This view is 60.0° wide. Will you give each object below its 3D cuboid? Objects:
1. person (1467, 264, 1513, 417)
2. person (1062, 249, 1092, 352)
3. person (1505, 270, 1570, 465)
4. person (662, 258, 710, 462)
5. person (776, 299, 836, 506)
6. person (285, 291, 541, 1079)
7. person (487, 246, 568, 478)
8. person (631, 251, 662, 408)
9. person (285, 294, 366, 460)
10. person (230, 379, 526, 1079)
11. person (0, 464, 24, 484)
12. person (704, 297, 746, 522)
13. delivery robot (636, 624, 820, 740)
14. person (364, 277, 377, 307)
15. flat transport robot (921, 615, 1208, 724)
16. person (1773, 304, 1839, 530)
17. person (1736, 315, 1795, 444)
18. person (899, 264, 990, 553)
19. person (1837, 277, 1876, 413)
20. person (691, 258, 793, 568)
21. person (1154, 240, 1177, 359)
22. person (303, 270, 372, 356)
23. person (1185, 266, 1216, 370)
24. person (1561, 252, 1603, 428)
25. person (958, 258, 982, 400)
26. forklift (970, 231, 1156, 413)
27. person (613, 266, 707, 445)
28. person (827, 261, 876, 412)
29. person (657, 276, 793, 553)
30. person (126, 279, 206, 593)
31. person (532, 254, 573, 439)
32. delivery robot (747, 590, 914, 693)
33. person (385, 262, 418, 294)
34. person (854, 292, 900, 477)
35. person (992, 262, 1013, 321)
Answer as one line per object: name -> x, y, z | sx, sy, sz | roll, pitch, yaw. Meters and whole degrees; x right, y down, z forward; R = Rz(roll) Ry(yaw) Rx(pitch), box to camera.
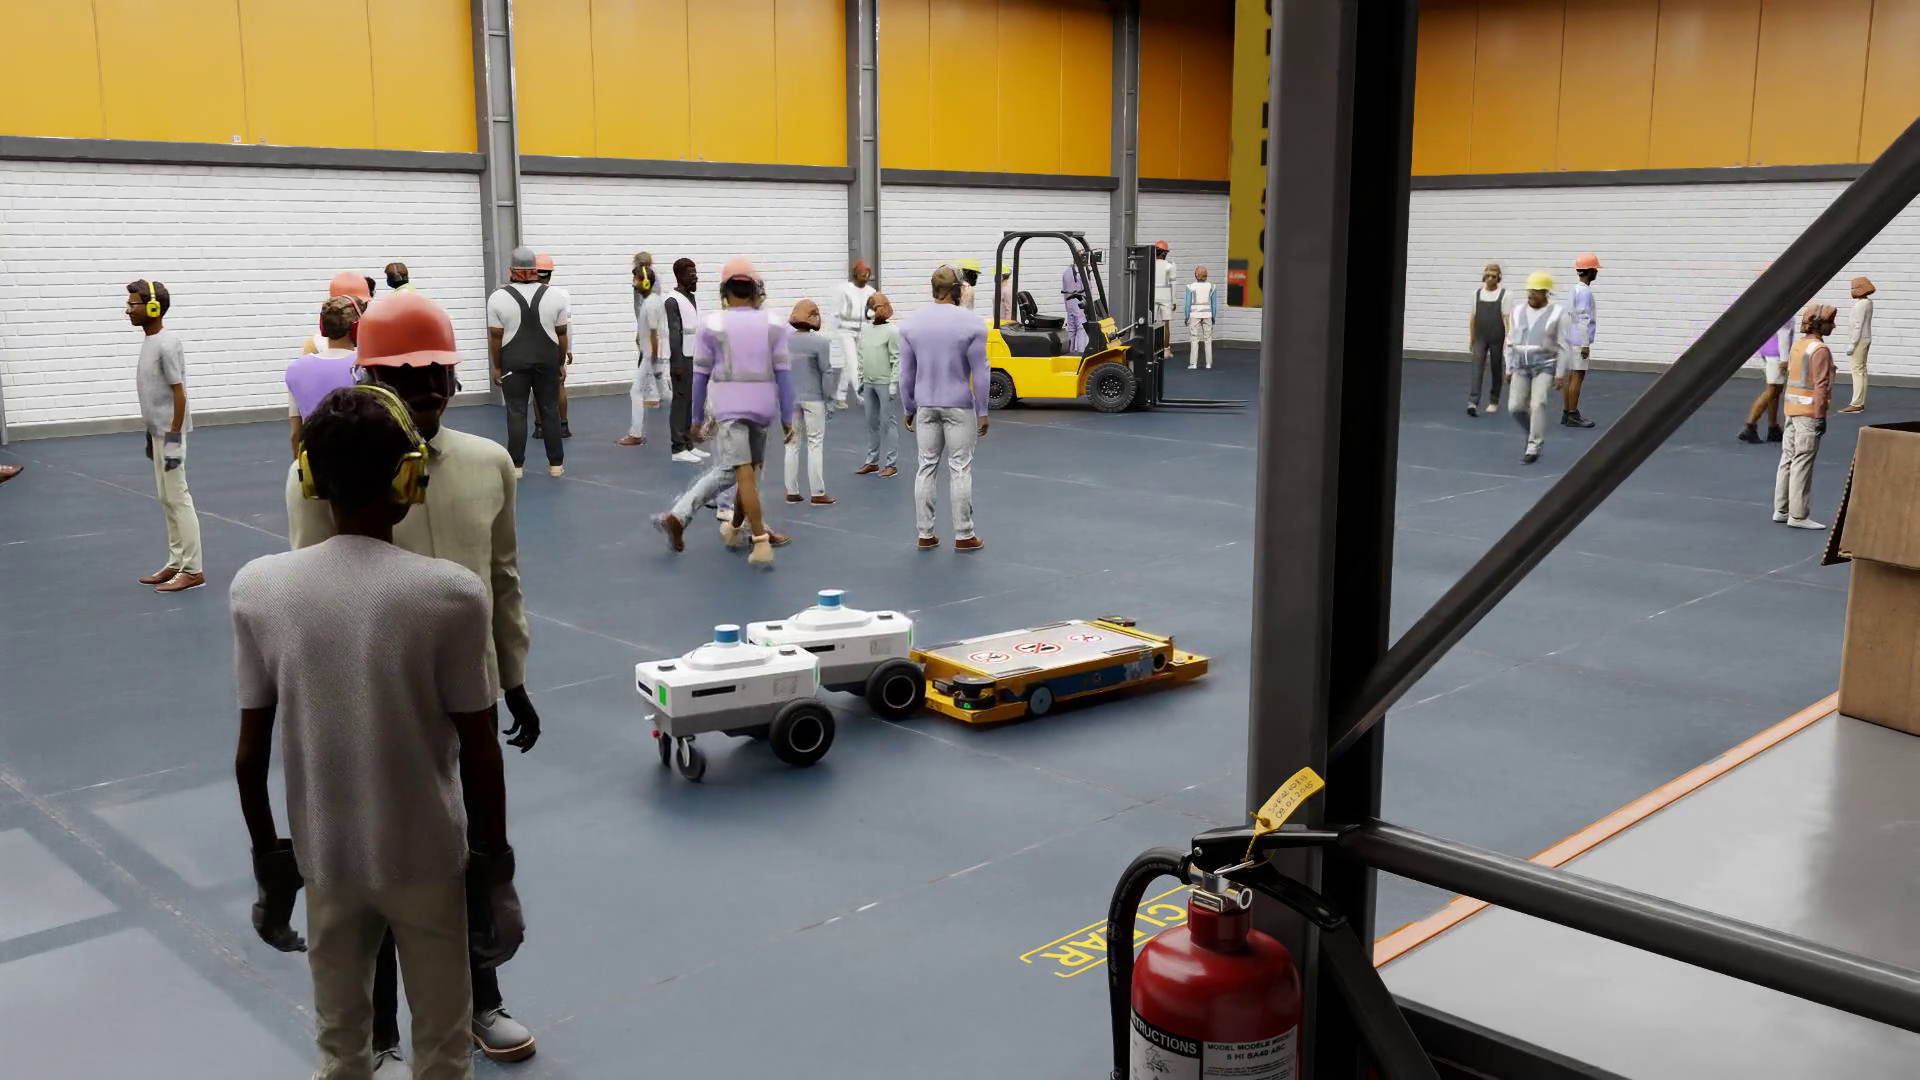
person -> 6.271, -2.360, 19.697 | 0.525, 1.788, 1.024 | 6, 12, 30
person -> 1.942, -3.752, 26.972 | 0.409, 1.909, 0.643 | -7, 12, -33
person -> 5.413, -1.619, 15.606 | 0.592, 1.816, 0.546 | 10, 14, 43
person -> -2.621, -1.709, 15.796 | 0.389, 1.919, 0.592 | 1, 10, 7
person -> -1.221, -1.088, 13.190 | 0.507, 1.631, 0.271 | 5, 12, 27
person -> -1.343, 0.386, 4.164 | 0.611, 1.996, 0.379 | -10, 15, -44
person -> -3.823, -1.573, 14.719 | 0.684, 2.000, 0.538 | -4, 11, -22
person -> -3.882, -2.592, 20.610 | 0.388, 1.930, 0.650 | 1, 10, 3
person -> -3.011, -0.280, 8.210 | 0.565, 1.842, 0.388 | 1, 10, 6
person -> -1.094, 0.634, 3.170 | 0.533, 1.864, 0.310 | 1, 10, 4
person -> -8.453, -1.326, 13.851 | 0.678, 1.855, 0.965 | 8, 13, 37
person -> -1.754, -1.018, 12.504 | 0.503, 1.744, 0.675 | 0, 10, 2
delivery robot -> -0.940, 0.587, 6.742 | 0.707, 0.478, 0.477 | -6, 12, -28
person -> -6.670, -2.129, 18.792 | 0.545, 1.652, 0.832 | 2, 10, 8
flat transport robot -> 0.424, 0.584, 7.791 | 1.431, 0.197, 0.652 | -8, 13, -36
person -> 6.194, -0.902, 12.166 | 0.312, 1.636, 0.518 | 1, 10, 5
person -> 8.354, -1.933, 17.052 | 0.519, 1.947, 0.555 | 2, 11, 11
person -> -0.100, -0.875, 11.200 | 0.635, 1.936, 0.350 | 4, 11, 19
person -> 10.840, -2.351, 20.077 | 0.280, 1.632, 0.498 | 9, 14, 40
person -> -1.439, -0.837, 10.875 | 0.623, 1.983, 1.029 | -5, 12, -27
person -> 3.468, -4.165, 28.870 | 0.605, 2.037, 0.394 | 3, 11, 18
person -> -3.435, -0.567, 9.520 | 0.551, 1.935, 0.375 | -6, 12, -29
person -> 3.824, -3.524, 26.456 | 0.517, 1.638, 0.313 | -1, 10, -7
person -> 6.950, -2.228, 18.565 | 0.349, 1.940, 0.551 | 2, 11, 10
person -> -0.091, -2.697, 21.410 | 1.018, 1.854, 0.599 | -5, 12, -26
forklift -> 1.222, -2.721, 20.561 | 2.313, 2.155, 1.214 | 2, 11, 13
person -> -3.054, -1.859, 16.878 | 0.909, 1.831, 0.530 | 0, 10, 1
person -> -1.267, -2.461, 20.176 | 0.648, 1.813, 1.000 | -9, 14, -40
person -> -1.605, -0.845, 11.164 | 0.893, 1.900, 0.631 | -5, 11, -24
person -> -4.792, -0.621, 9.992 | 0.331, 1.874, 0.519 | -8, 13, -37
person -> -4.360, -2.031, 17.505 | 0.552, 1.935, 0.373 | -3, 11, -16
delivery robot -> -0.578, 0.467, 7.399 | 0.707, 0.478, 0.477 | -4, 11, -22
person -> -6.164, -2.143, 18.384 | 0.429, 1.840, 0.624 | -2, 11, -10
person -> -0.726, -1.375, 14.745 | 0.497, 1.636, 0.286 | 10, 14, 43
person -> 0.574, -2.902, 22.712 | 0.305, 1.771, 0.525 | -3, 11, -17
